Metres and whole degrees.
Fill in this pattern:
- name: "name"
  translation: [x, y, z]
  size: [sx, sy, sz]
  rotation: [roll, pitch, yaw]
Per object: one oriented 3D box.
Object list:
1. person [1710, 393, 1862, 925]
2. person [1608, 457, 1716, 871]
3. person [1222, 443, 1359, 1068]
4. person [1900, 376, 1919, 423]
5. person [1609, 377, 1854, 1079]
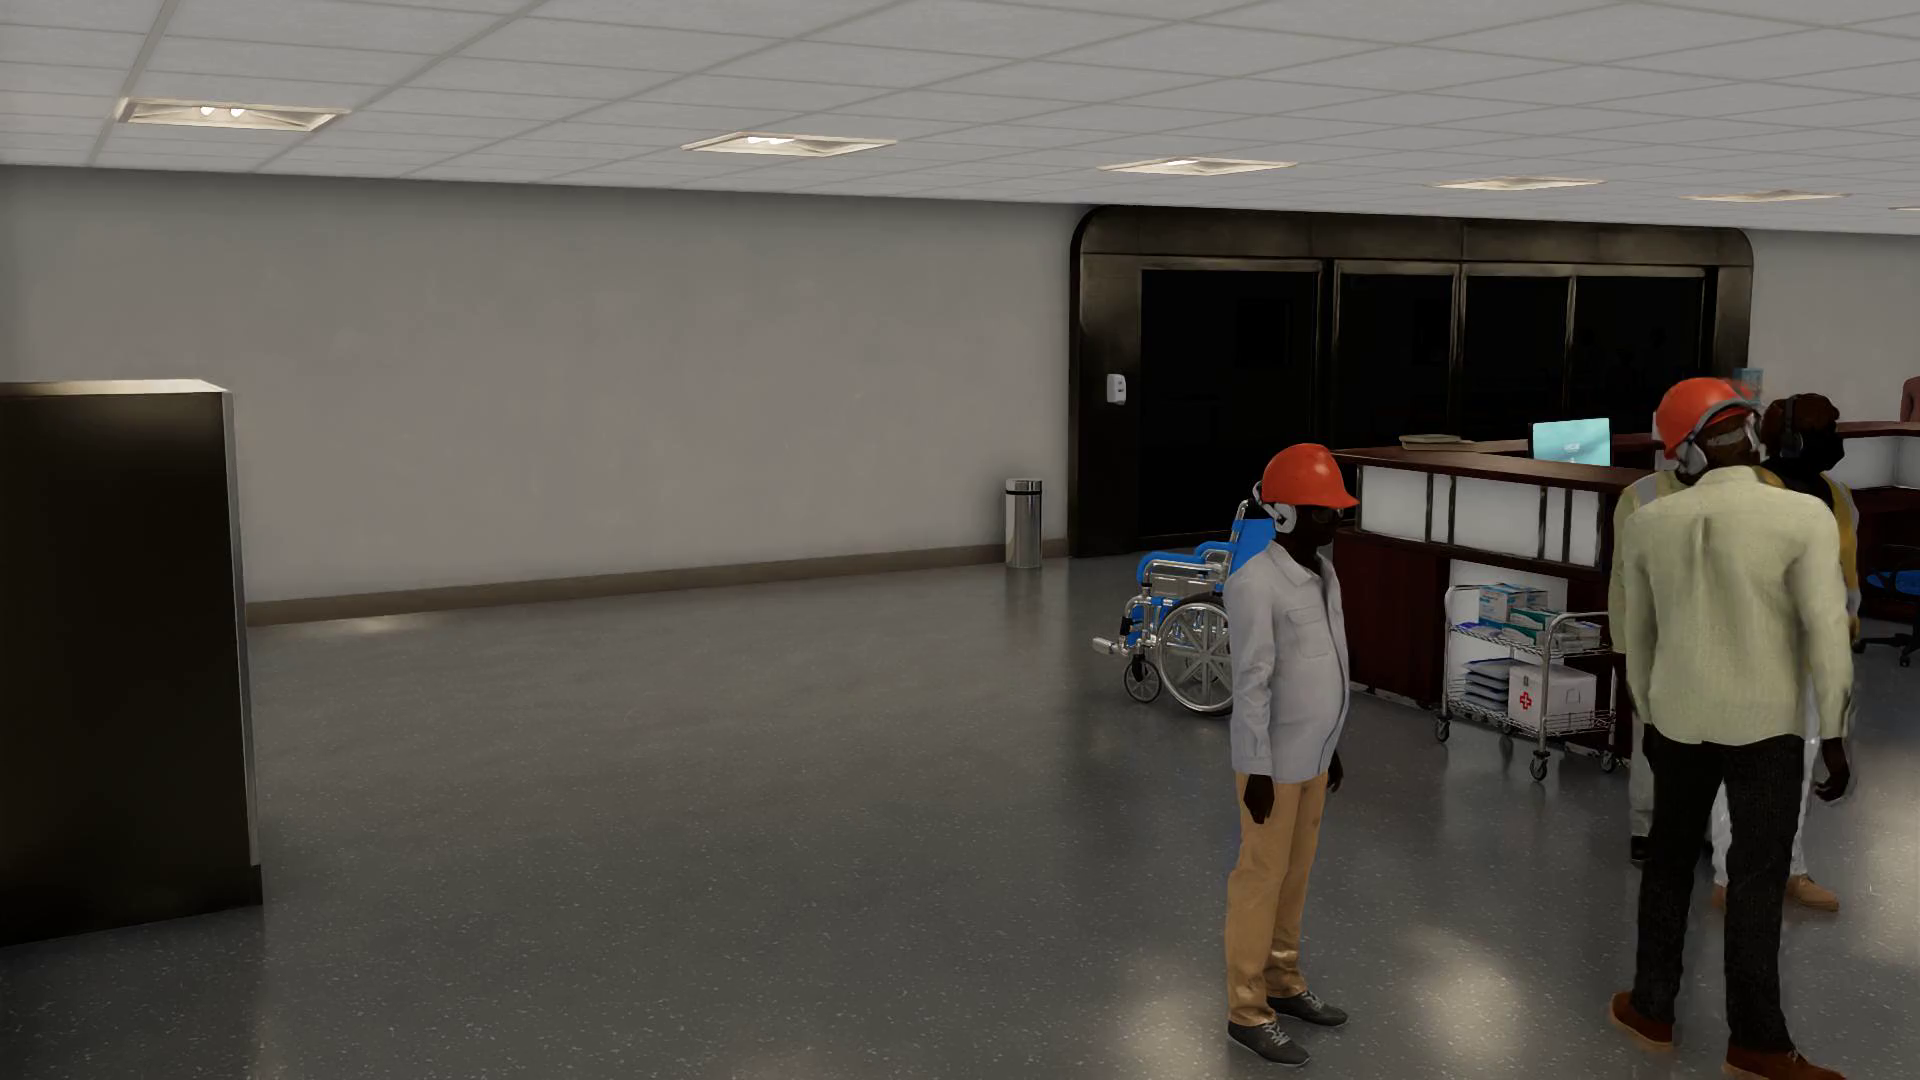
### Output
- name: "person"
  translation: [2.892, 0.410, 5.822]
  size: [0.633, 1.846, 0.429]
  rotation: [-4, 9, -28]
- name: "person"
  translation: [2.765, 0.359, 6.299]
  size: [0.599, 1.819, 0.403]
  rotation: [1, 8, 8]
- name: "person"
  translation: [0.965, 0.596, 4.792]
  size: [0.327, 1.752, 0.563]
  rotation: [5, 10, 34]
- name: "person"
  translation: [9.951, -1.111, 17.107]
  size: [0.329, 1.769, 0.526]
  rotation: [-6, 10, -37]
- name: "person"
  translation: [2.193, 0.530, 4.632]
  size: [0.390, 1.948, 0.758]
  rotation: [-6, 10, -37]
